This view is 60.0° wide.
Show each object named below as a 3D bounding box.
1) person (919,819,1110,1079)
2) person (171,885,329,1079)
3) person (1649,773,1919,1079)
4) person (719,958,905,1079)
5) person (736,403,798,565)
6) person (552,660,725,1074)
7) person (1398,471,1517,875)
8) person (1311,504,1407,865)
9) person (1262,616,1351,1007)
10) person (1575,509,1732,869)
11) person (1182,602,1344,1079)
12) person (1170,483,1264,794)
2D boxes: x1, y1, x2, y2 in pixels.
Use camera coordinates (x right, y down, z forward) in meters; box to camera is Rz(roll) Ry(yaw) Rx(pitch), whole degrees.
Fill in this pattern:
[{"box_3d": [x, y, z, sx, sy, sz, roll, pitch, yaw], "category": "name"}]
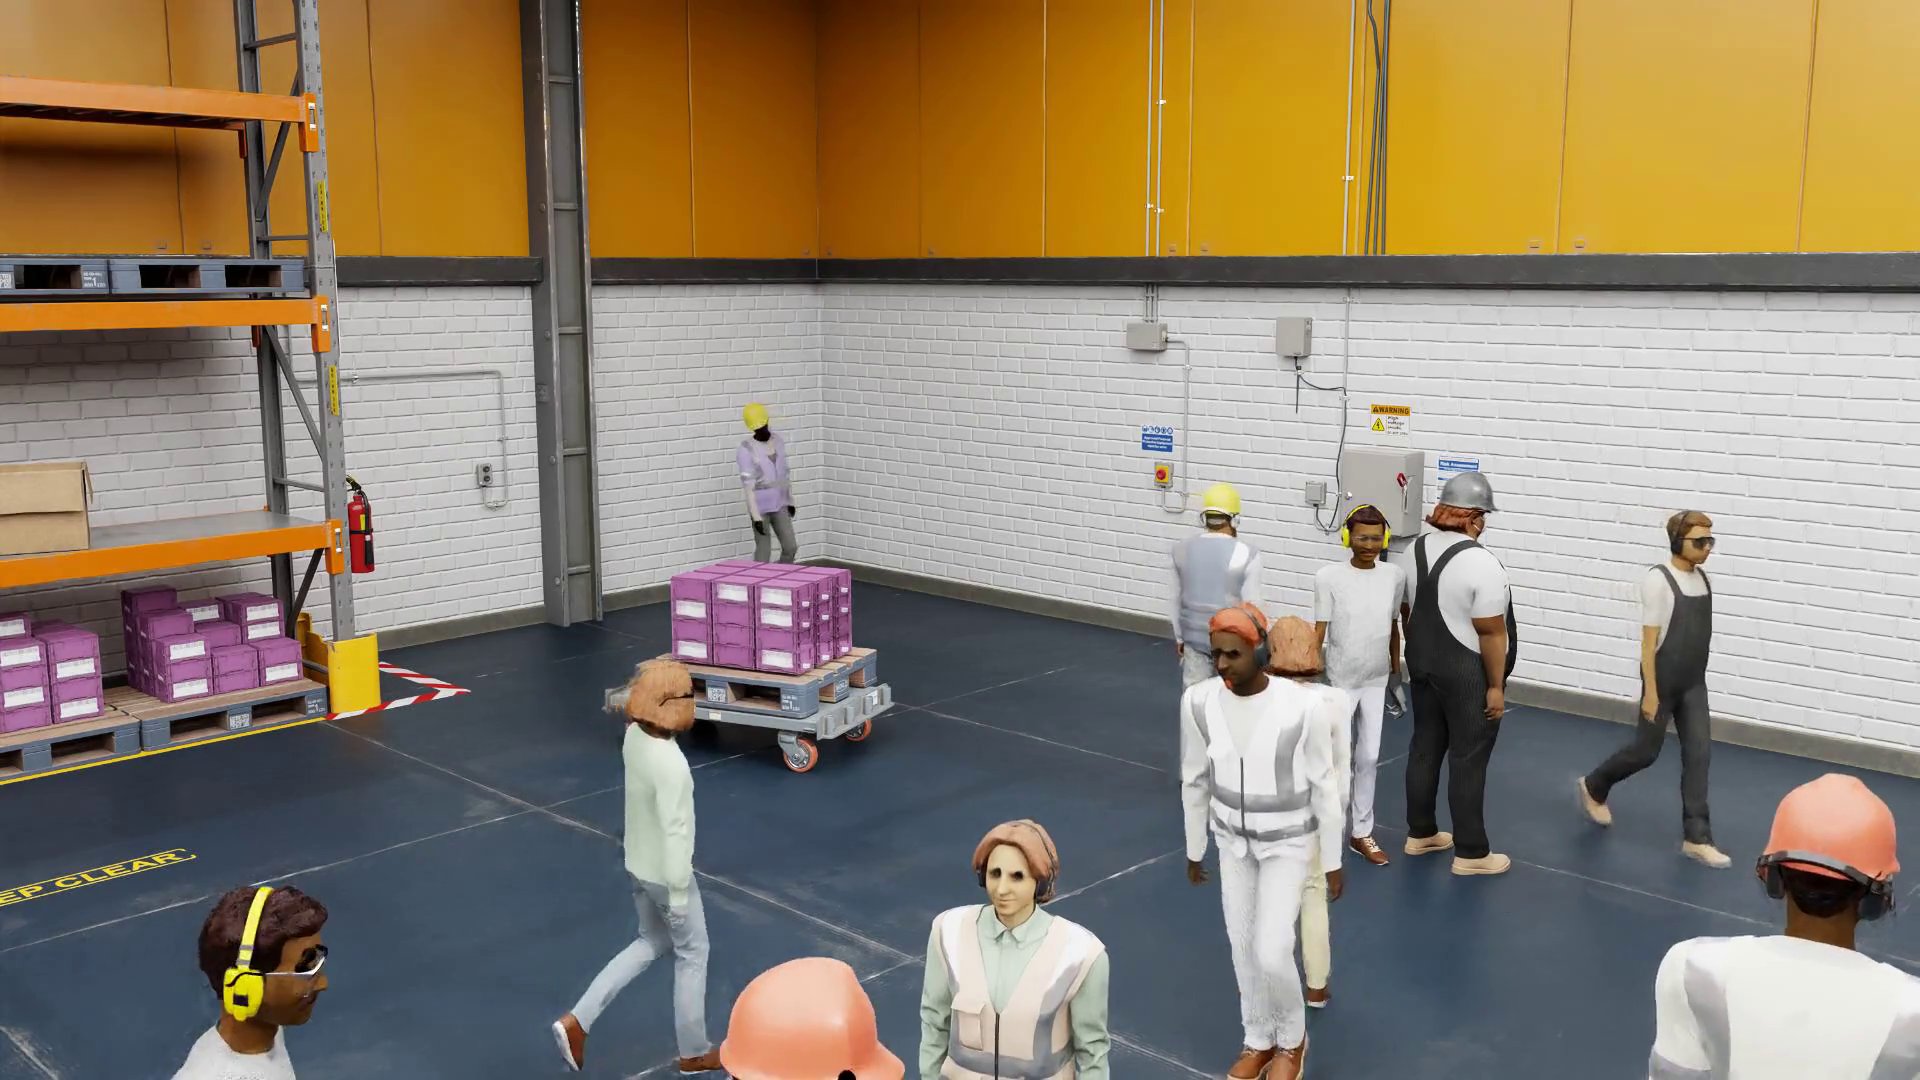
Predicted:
[{"box_3d": [0.135, 1.517, 4.337, 0.511, 1.644, 0.309, 3, 10, 19], "category": "person"}, {"box_3d": [-1.376, 1.580, 3.313, 0.418, 1.847, 0.532, -2, 9, -11], "category": "person"}, {"box_3d": [1.757, 1.483, 3.493, 0.628, 1.998, 1.054, 6, 11, 35], "category": "person"}, {"box_3d": [-0.298, 1.639, 2.879, 0.842, 1.913, 0.562, -1, 9, -5], "category": "person"}, {"box_3d": [-1.703, -0.289, 14.726, 0.440, 1.875, 0.695, 8, 12, 41], "category": "person"}, {"box_3d": [-1.164, 1.236, 6.159, 0.627, 1.610, 0.507, -6, 11, -32], "category": "person"}, {"box_3d": [2.549, 0.651, 8.433, 0.538, 2.000, 0.682, -5, 10, -26], "category": "person"}, {"box_3d": [2.019, 0.739, 8.436, 0.532, 1.864, 0.312, -2, 9, -12], "category": "person"}, {"box_3d": [1.332, 1.121, 6.832, 0.529, 1.634, 0.293, 0, 9, 0], "category": "person"}, {"box_3d": [3.659, 0.728, 8.666, 0.520, 1.823, 0.857, -5, 10, -27], "category": "person"}, {"box_3d": [1.090, 1.128, 6.065, 0.602, 1.857, 0.487, 7, 12, 37], "category": "person"}, {"box_3d": [1.556, 0.560, 9.729, 0.624, 1.796, 0.806, 6, 11, 34], "category": "person"}]
